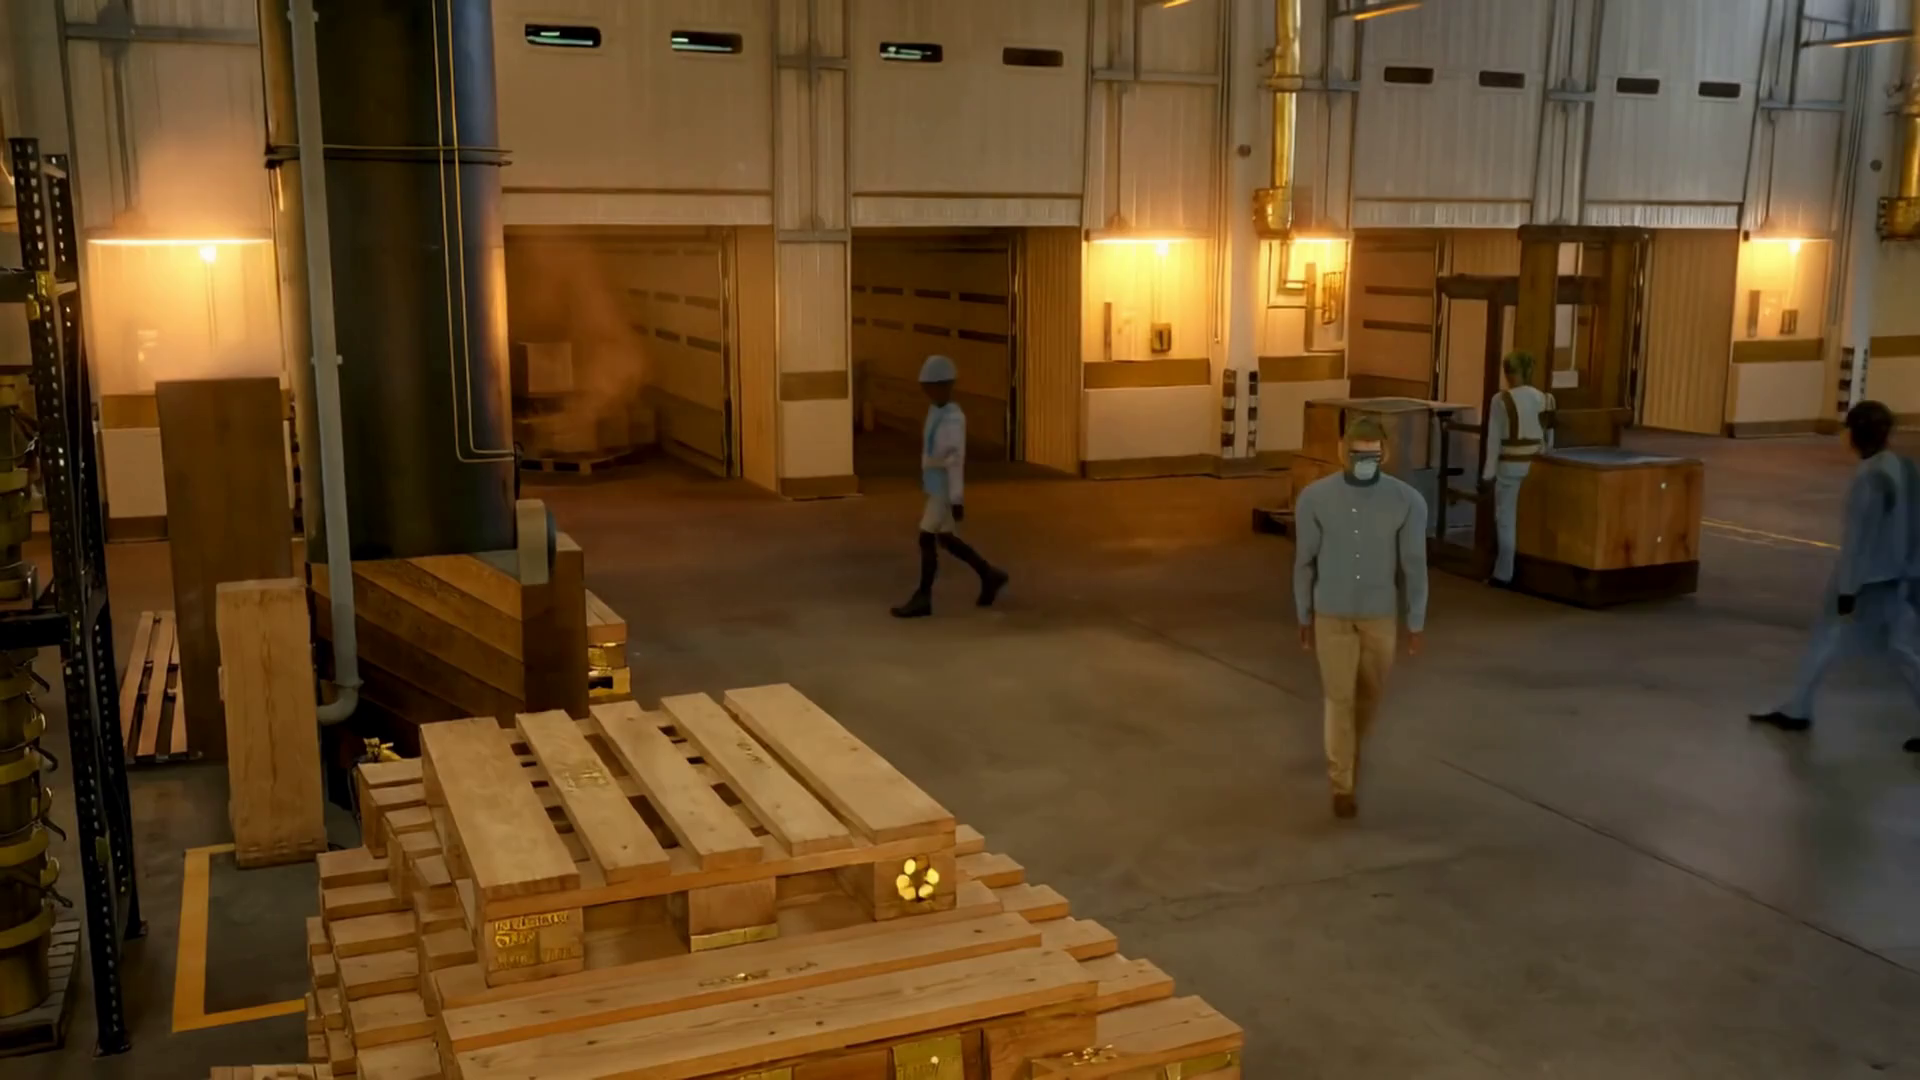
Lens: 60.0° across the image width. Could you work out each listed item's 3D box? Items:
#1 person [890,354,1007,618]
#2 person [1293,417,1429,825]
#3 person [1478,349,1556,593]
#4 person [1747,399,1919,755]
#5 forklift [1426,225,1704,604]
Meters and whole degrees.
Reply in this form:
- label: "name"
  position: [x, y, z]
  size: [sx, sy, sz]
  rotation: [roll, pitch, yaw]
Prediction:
- label: "person"
  position: [-0.072, -0.394, 12.028]
  size: [0.840, 1.914, 0.554]
  rotation: [-3, 11, -15]
- label: "person"
  position: [1.927, 0.334, 8.079]
  size: [0.636, 1.904, 0.968]
  rotation: [2, 10, 9]
- label: "person"
  position: [4.303, -0.528, 12.854]
  size: [0.579, 1.881, 0.362]
  rotation: [-4, 11, -20]
- label: "person"
  position: [4.905, 0.194, 8.887]
  size: [1.048, 1.890, 0.649]
  rotation: [5, 11, 25]
- label: "forklift"
  position: [4.755, -1.046, 12.953]
  size: [1.129, 2.768, 1.873]
  rotation: [-4, 11, -23]
